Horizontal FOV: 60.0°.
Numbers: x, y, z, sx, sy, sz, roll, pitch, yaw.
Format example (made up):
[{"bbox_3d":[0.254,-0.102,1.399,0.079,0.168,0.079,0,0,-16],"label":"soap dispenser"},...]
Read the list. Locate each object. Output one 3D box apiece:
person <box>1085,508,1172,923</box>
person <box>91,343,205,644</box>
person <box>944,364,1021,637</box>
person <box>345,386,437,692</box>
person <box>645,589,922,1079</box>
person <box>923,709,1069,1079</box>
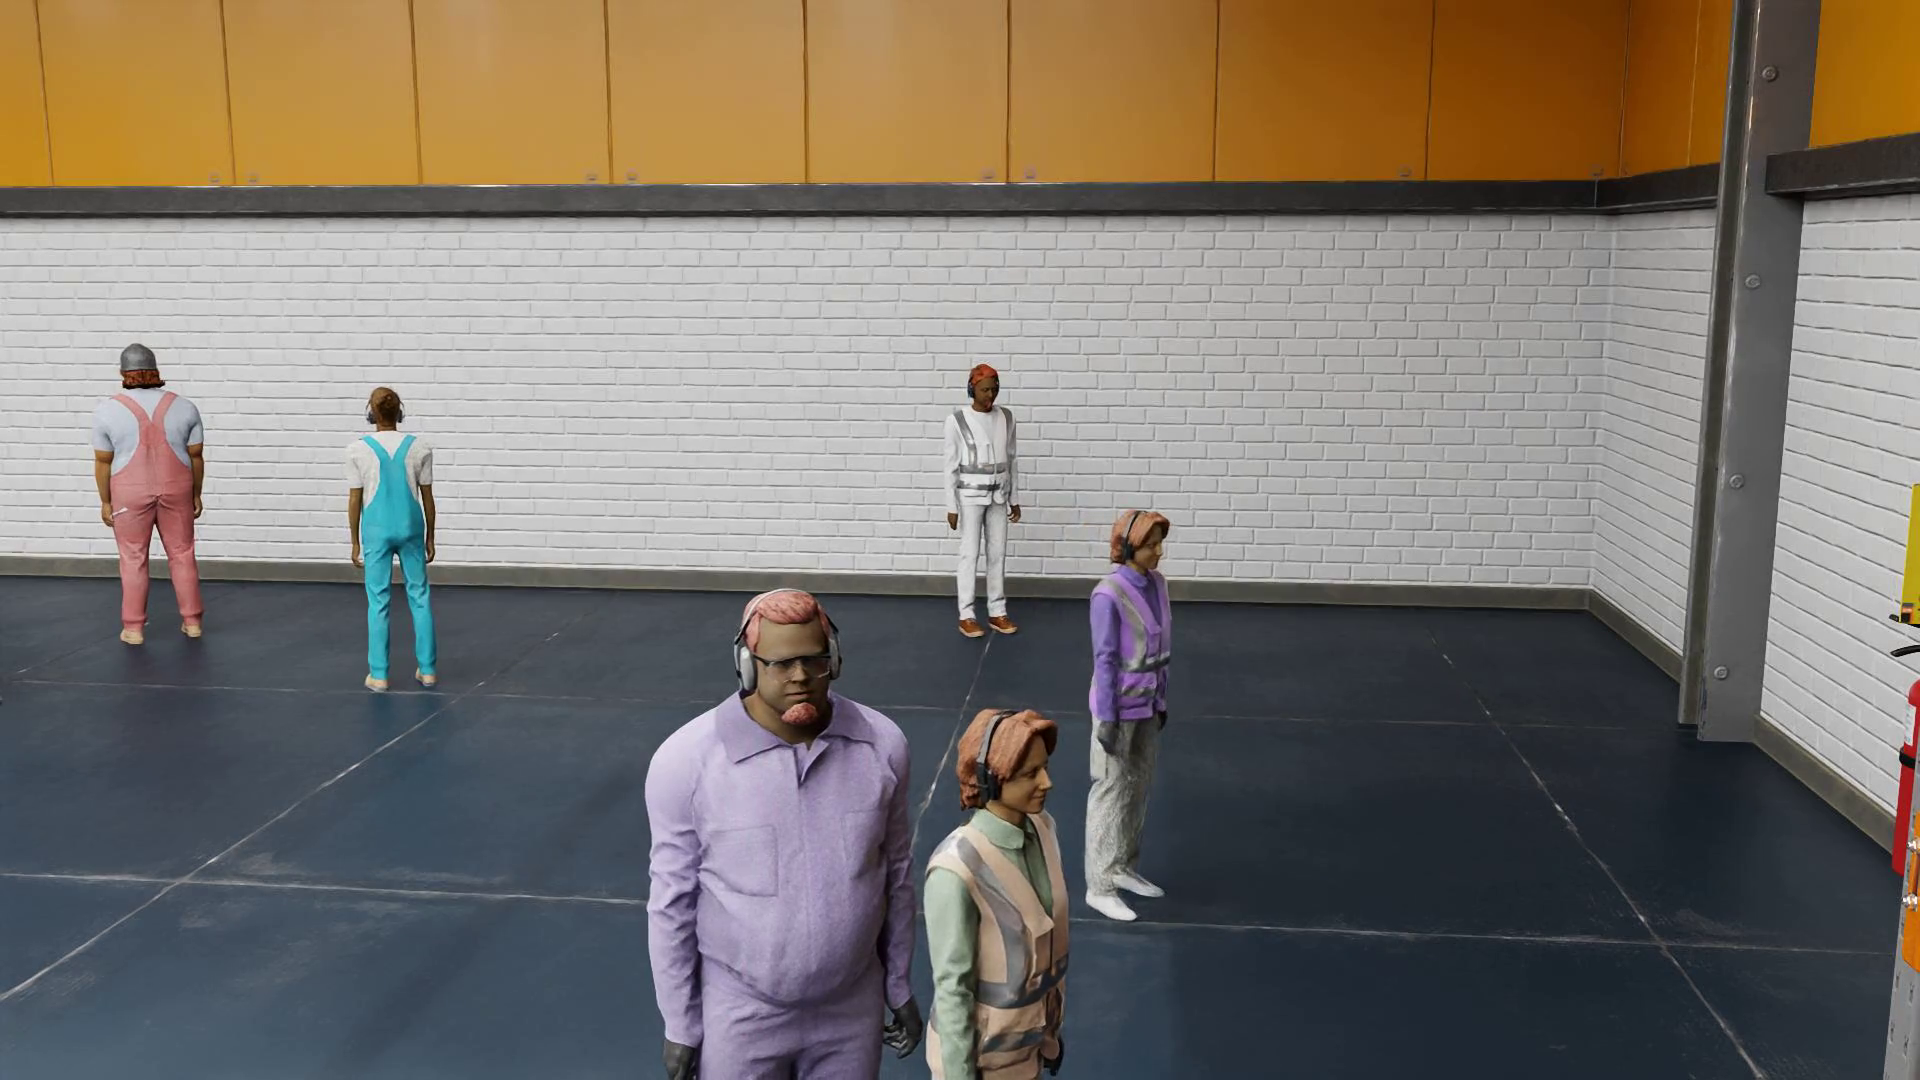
[{"bbox_3d":[0.675,0.685,6.651,0.311,1.638,0.523,7,12,33],"label":"person"},{"bbox_3d":[-5.499,-0.329,11.295,0.683,2.000,0.535,-7,12,-36],"label":"person"},{"bbox_3d":[0.157,-0.268,11.427,0.585,1.879,0.370,-6,12,-32],"label":"person"},{"bbox_3d":[-3.422,-0.006,10.047,0.502,1.837,0.351,-5,11,-27],"label":"person"},{"bbox_3d":[-0.379,1.049,3.790,0.638,1.910,0.407,-5,11,-25],"label":"person"},{"bbox_3d":[0.086,1.180,3.799,0.313,1.642,0.513,5,11,28],"label":"person"}]
